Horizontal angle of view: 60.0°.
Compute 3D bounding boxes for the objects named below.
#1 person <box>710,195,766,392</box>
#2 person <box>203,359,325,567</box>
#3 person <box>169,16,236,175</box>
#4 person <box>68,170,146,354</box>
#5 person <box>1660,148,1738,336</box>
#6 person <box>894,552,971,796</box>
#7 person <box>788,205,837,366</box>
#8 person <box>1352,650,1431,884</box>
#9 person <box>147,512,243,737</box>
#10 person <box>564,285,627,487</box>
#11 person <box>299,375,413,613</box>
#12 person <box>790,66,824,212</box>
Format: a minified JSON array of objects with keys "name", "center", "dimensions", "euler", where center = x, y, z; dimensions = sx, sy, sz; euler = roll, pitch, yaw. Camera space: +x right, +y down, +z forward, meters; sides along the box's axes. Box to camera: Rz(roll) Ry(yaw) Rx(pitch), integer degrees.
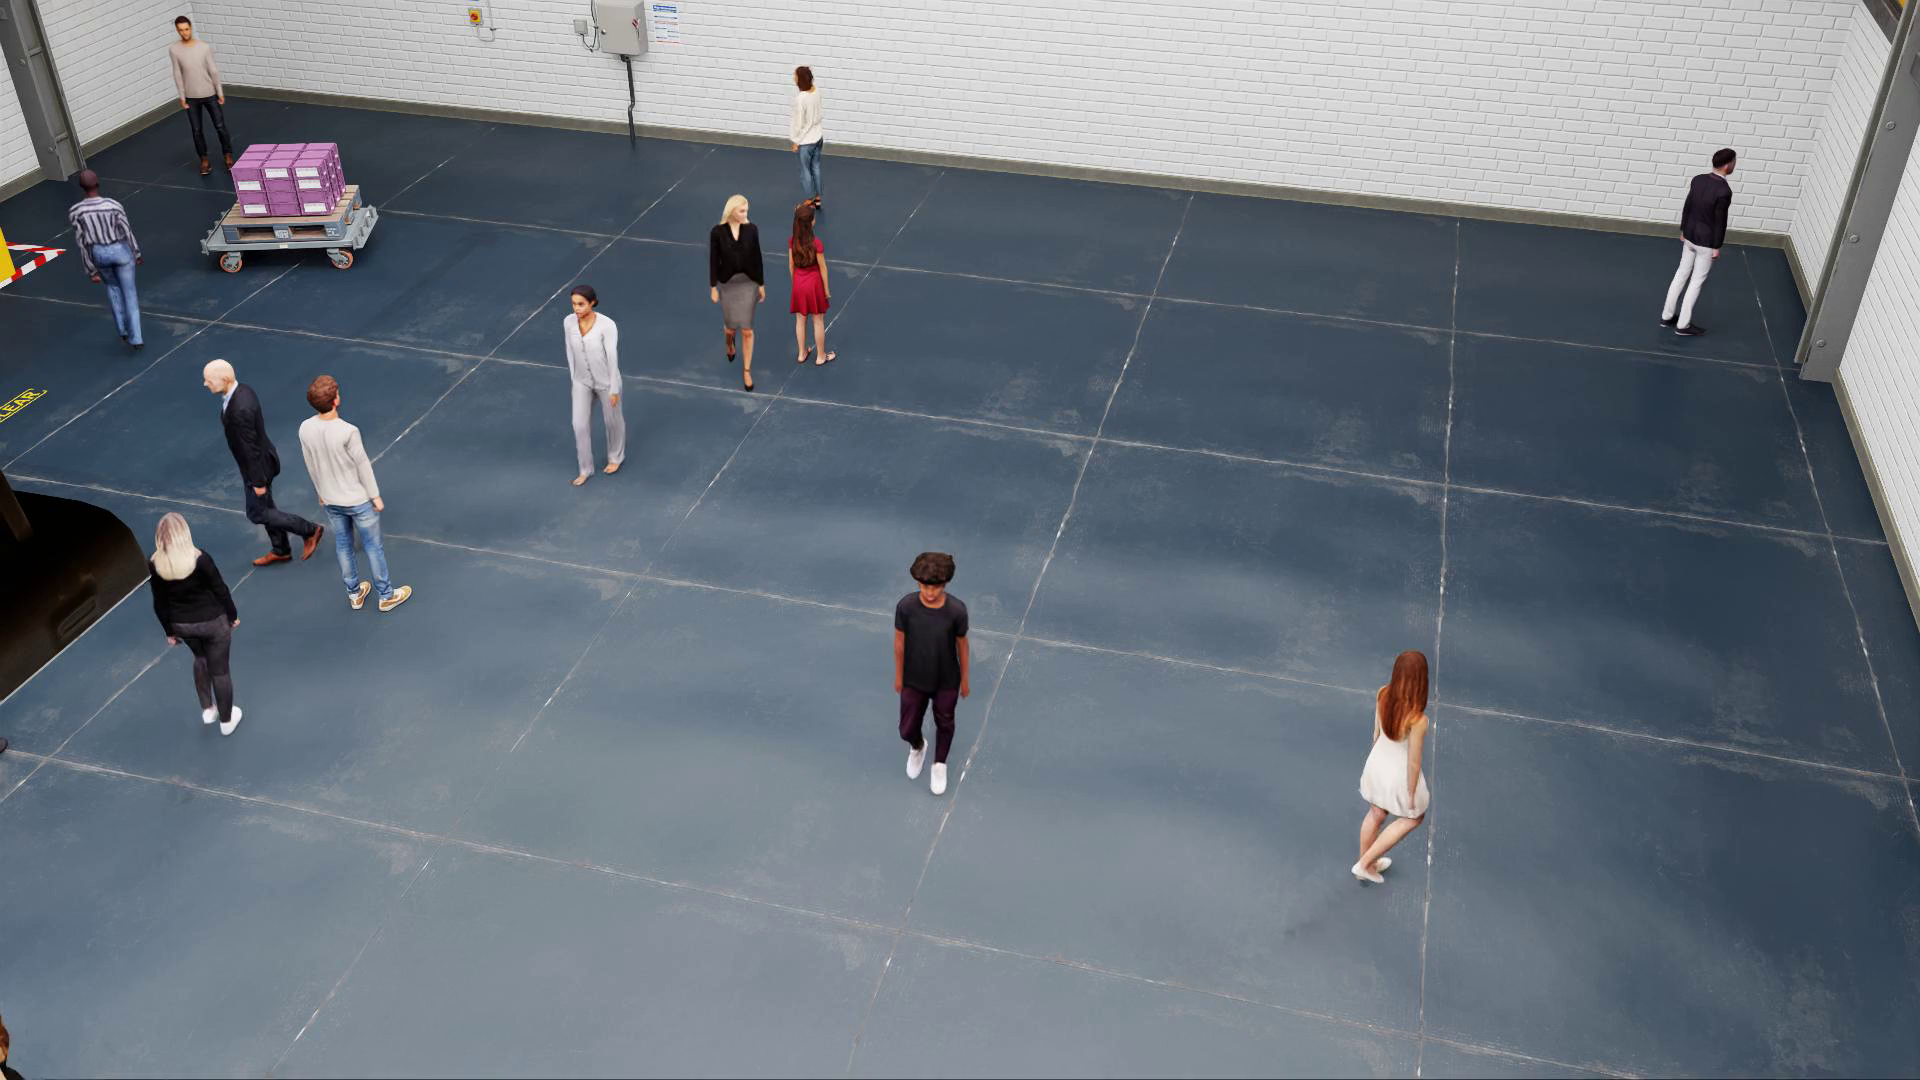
[{"name":"person","center":[-2.013,-2.274,15.094],"dimensions":[0.869,1.817,0.986],"euler":[-6,34,-9]},{"name":"person","center":[-5.241,-0.584,12.585],"dimensions":[0.992,1.781,0.933],"euler":[-16,37,-22]},{"name":"person","center":[-8.903,-5.224,19.493],"dimensions":[0.725,1.861,0.746],"euler":[-13,36,-18]},{"name":"person","center":[-7.919,-2.558,15.557],"dimensions":[0.763,1.777,0.806],"euler":[-9,35,-14]},{"name":"person","center":[7.112,-2.880,15.983],"dimensions":[0.796,1.842,0.680],"euler":[-11,35,-16]},{"name":"person","center":[-0.180,0.786,10.528],"dimensions":[0.702,1.775,0.704],"euler":[1,34,2]},{"name":"person","center":[-1.410,-2.370,15.489],"dimensions":[0.564,1.540,0.624],"euler":[12,36,18]},{"name":"person","center":[2.459,1.388,9.691],"dimensions":[0.803,1.699,0.745],"euler":[-16,37,-23]},{"name":"person","center":[-4.999,0.613,10.879],"dimensions":[0.676,1.675,0.670],"euler":[0,34,-1]},{"name":"person","center":[-2.972,-1.356,13.801],"dimensions":[0.666,1.719,0.836],"euler":[5,34,8]},{"name":"person","center":[-4.445,-0.317,12.072],"dimensions":[0.654,1.905,0.569],"euler":[8,34,12]},{"name":"person","center":[-1.689,-4.479,18.542],"dimensions":[0.761,1.672,0.565],"euler":[23,40,30]}]
